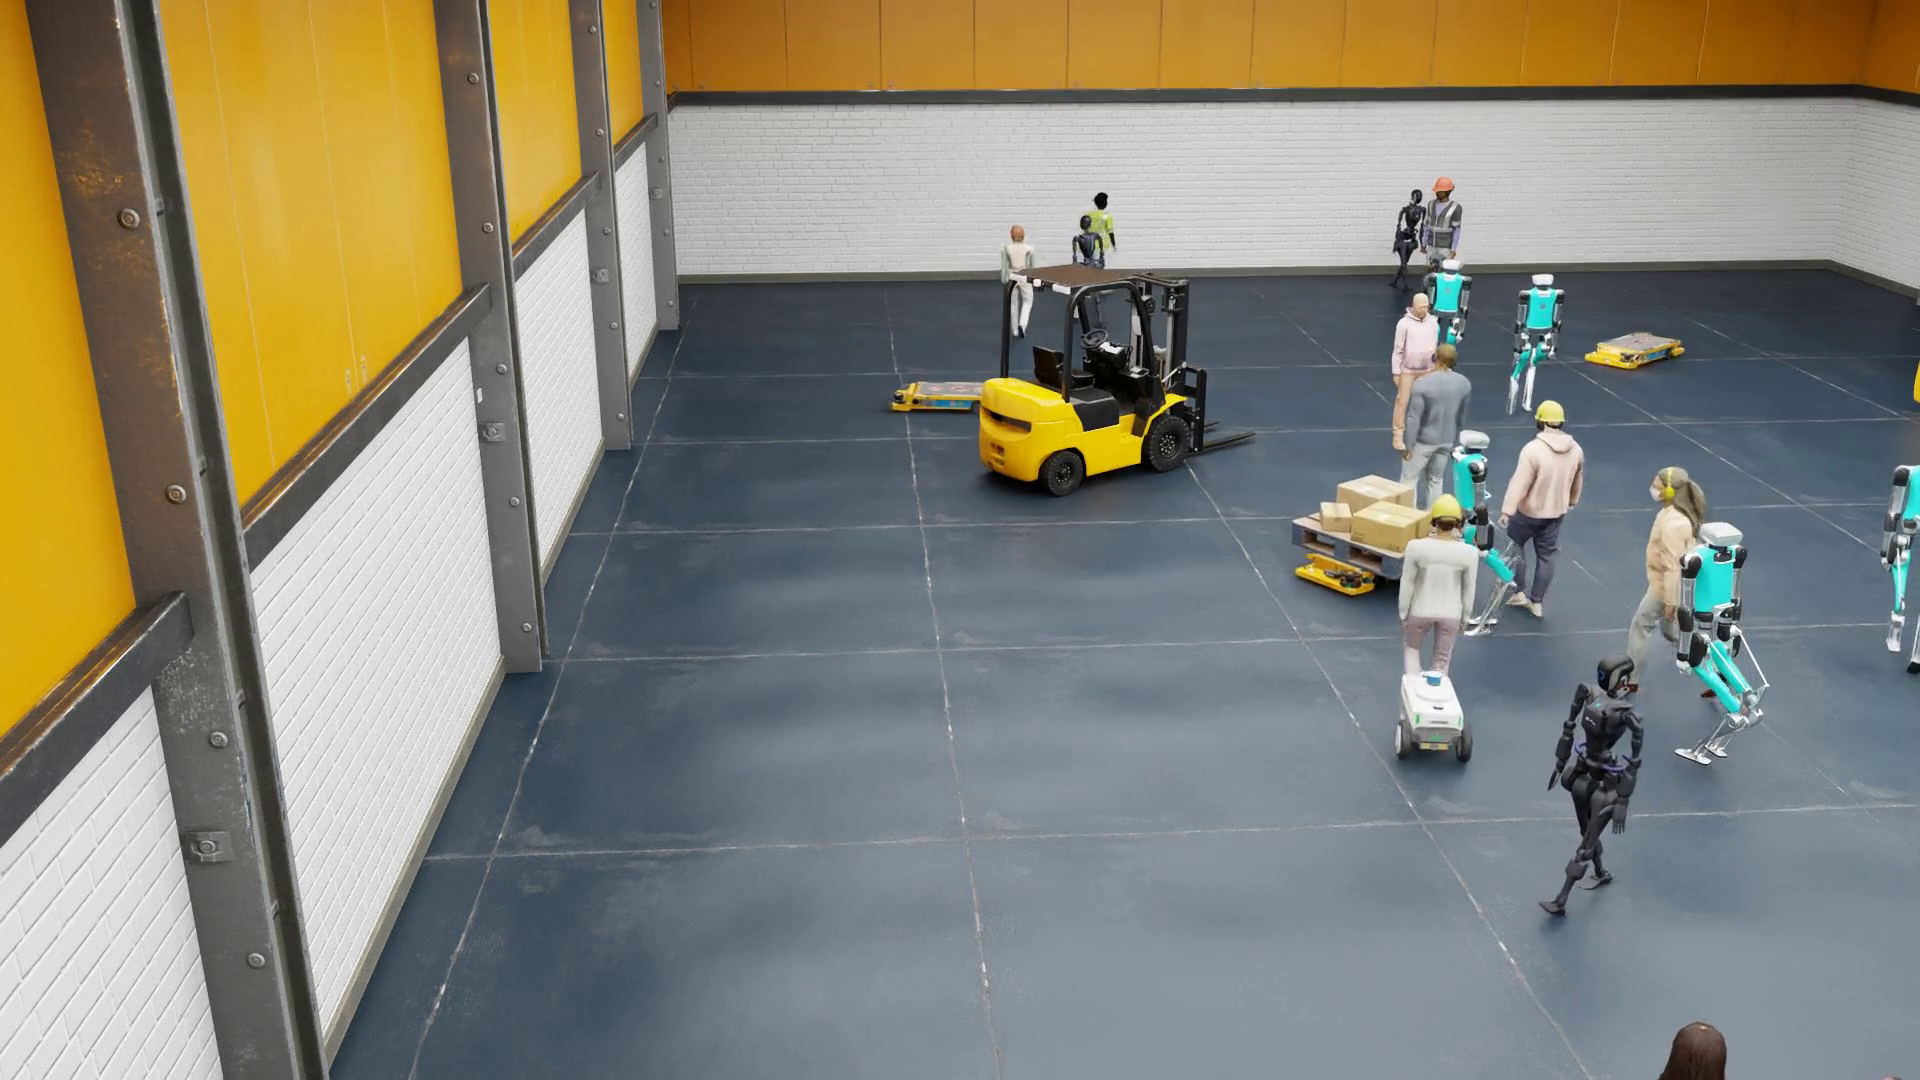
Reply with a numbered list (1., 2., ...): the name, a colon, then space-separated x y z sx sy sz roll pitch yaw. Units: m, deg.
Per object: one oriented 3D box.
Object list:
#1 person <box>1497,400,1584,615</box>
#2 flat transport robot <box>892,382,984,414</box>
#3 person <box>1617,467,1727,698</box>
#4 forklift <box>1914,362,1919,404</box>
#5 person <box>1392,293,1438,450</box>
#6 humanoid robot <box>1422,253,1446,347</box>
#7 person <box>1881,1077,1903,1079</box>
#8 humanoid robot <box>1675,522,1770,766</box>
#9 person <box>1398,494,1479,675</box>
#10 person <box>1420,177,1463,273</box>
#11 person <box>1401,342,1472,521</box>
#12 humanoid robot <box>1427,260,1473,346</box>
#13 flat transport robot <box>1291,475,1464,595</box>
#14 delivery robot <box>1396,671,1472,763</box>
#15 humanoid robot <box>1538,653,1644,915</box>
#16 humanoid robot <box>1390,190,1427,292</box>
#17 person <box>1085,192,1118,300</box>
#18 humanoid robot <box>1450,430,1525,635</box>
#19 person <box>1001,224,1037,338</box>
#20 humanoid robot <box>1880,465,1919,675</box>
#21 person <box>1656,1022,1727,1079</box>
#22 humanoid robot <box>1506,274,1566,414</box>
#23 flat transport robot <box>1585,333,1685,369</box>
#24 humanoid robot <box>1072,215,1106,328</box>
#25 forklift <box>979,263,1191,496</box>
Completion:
1. person: 4.910 -0.283 14.099 0.827 1.850 0.585 -5 21 -13
2. flat transport robot: -0.085 -1.745 20.381 1.431 0.231 0.659 1 20 3
3. person: 5.362 0.343 12.418 0.853 1.839 0.559 12 23 29
4. forklift: 12.602 -2.435 19.475 2.313 2.155 1.214 -1 20 -4
5. person: 5.071 -1.892 18.598 0.538 1.776 0.409 -4 21 -12
6. humanoid robot: 6.109 -2.871 21.424 0.663 1.636 0.611 6 21 15
7. person: 3.399 2.697 6.280 0.328 1.643 0.478 -13 24 -32
8. humanoid robot: 5.206 0.754 11.249 0.533 1.677 0.735 -9 22 -23
9. person: 3.431 0.534 12.015 0.523 1.757 0.457 5 21 15
10. person: 7.296 -4.501 25.329 0.391 2.038 0.605 -16 25 -36
11. person: 4.488 -0.924 15.784 0.701 1.897 0.408 -6 21 -17
12. humanoid robot: 6.056 -2.651 20.713 0.556 1.740 0.969 8 22 22
13. flat transport robot: 3.782 0.184 15.125 1.431 0.231 0.659 -15 25 -35
14. delivery robot: 3.358 1.225 11.862 0.499 0.585 0.785 2 20 6
15. humanoid robot: 3.716 1.413 9.791 0.776 1.623 0.590 -10 23 -26
16. humanoid robot: 7.234 -4.831 26.805 0.602 1.622 0.737 -8 22 -22
17. person: 2.167 -4.650 26.275 0.840 1.659 0.535 -14 24 -33
18. humanoid robot: 4.378 -0.049 13.625 0.812 1.757 0.537 -2 20 -5
19. person: 0.829 -3.656 23.605 0.529 1.620 0.574 3 20 8
20. humanoid robot: 7.506 0.208 12.990 0.530 1.775 1.001 8 22 21
21. person: 2.679 2.624 6.312 0.470 1.765 0.365 12 23 30
22. humanoid robot: 6.805 -2.285 19.865 0.543 1.887 0.757 1 20 2
23. flat transport robot: 9.203 -2.578 22.651 1.431 0.231 0.659 -16 25 -37
24. humanoid robot: 1.886 -3.945 24.400 0.610 1.612 0.804 -12 23 -29
25. forklift: 1.315 -1.764 17.646 2.313 2.155 1.214 -14 24 -33
